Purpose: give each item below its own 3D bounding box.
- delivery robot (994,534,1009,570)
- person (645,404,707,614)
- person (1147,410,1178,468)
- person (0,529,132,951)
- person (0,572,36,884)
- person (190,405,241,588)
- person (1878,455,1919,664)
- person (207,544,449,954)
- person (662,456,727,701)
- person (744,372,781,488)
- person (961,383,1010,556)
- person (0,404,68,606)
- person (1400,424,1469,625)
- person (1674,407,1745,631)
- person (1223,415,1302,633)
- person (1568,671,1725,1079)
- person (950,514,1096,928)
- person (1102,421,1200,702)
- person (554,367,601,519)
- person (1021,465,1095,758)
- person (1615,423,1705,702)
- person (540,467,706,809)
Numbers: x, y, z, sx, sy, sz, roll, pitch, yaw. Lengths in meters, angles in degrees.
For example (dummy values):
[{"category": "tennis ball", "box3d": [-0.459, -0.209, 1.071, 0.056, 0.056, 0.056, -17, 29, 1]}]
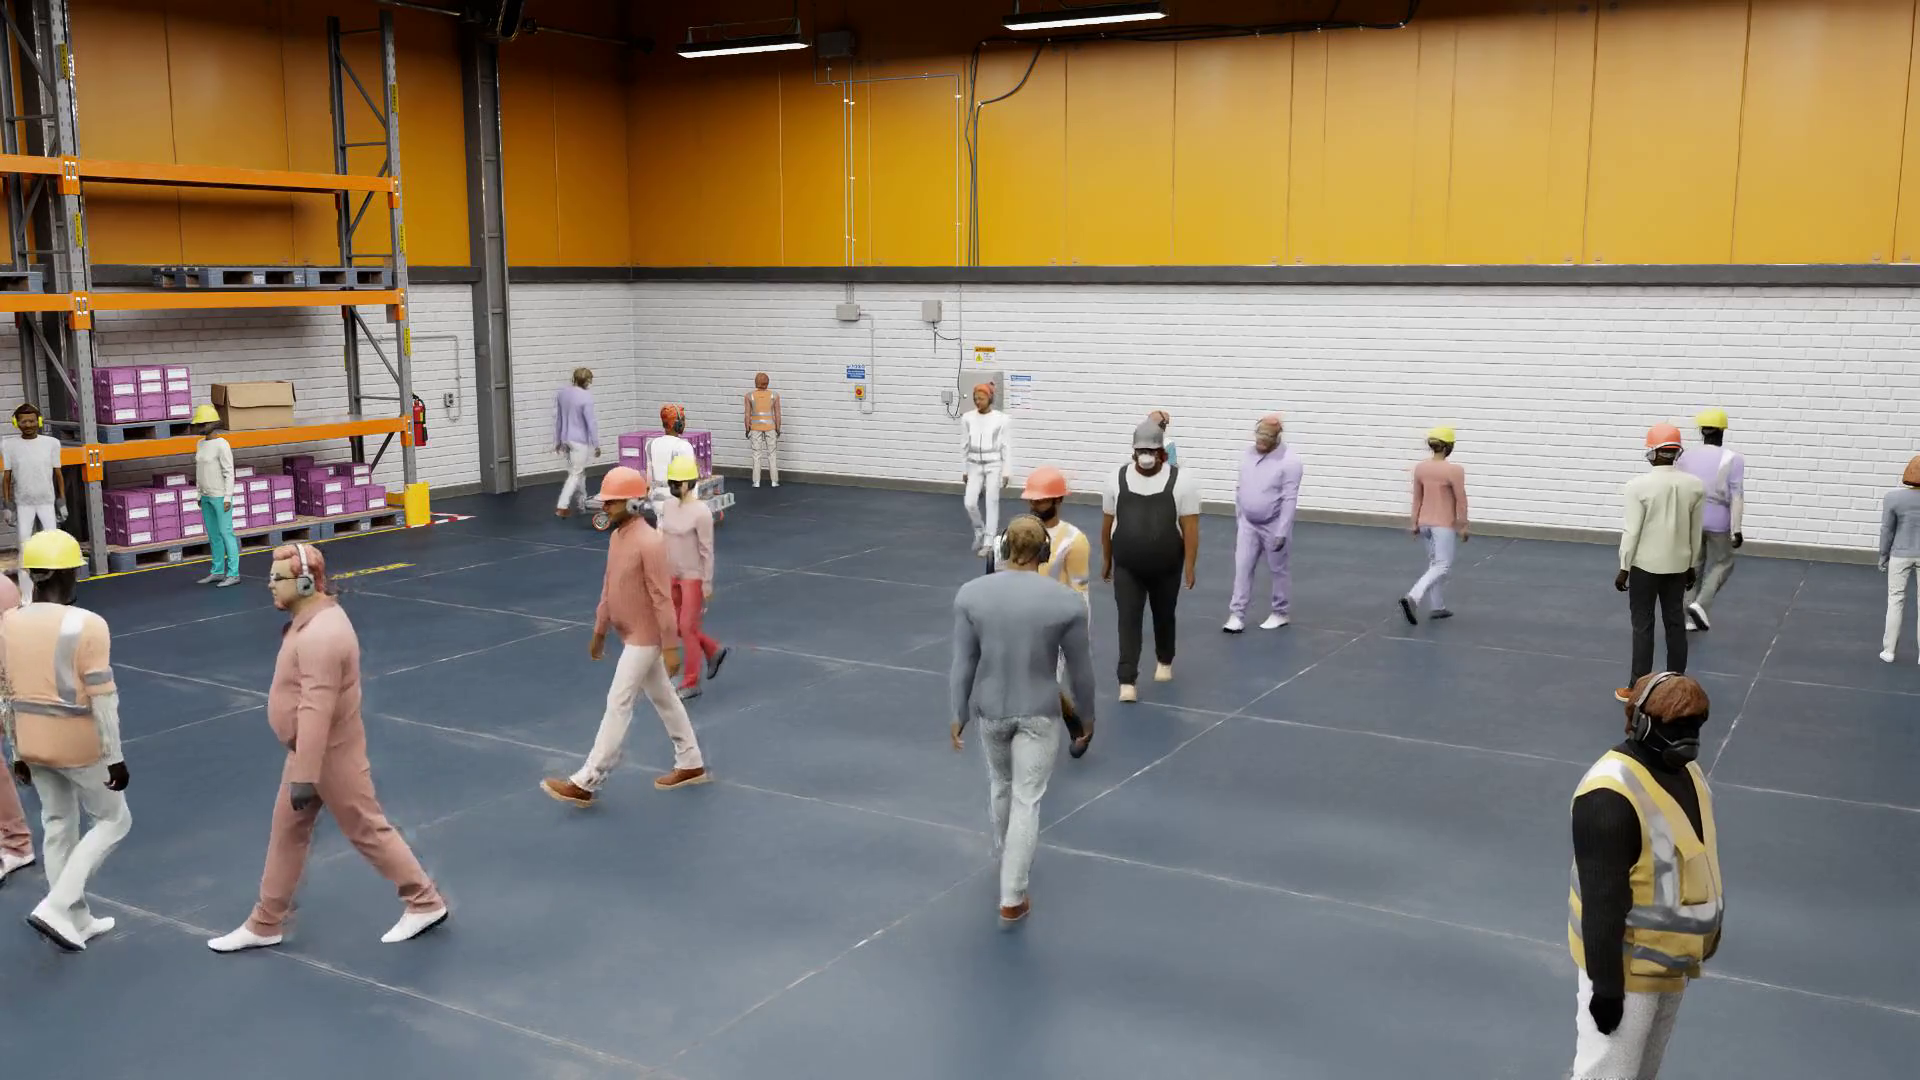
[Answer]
[{"category": "delivery robot", "box3d": [0.507, 0.113, 16.249, 0.477, 0.478, 0.707, 0, 9, 0]}, {"category": "person", "box3d": [-2.527, -0.264, 14.765, 0.574, 1.882, 0.356, 7, 11, 35]}, {"category": "person", "box3d": [2.013, -0.503, 17.010, 0.307, 1.641, 0.513, -9, 13, -43]}, {"category": "person", "box3d": [-3.974, 0.908, 7.345, 0.615, 1.913, 0.481, 2, 9, 14]}, {"category": "person", "box3d": [-4.922, 0.800, 8.148, 0.660, 1.872, 0.723, 4, 10, 24]}, {"category": "person", "box3d": [-7.239, -0.421, 16.113, 0.535, 1.766, 0.321, 6, 11, 35]}, {"category": "person", "box3d": [7.415, 0.153, 12.922, 0.502, 1.636, 0.280, 5, 10, 28]}, {"category": "person", "box3d": [-2.819, 0.930, 7.421, 1.011, 1.858, 0.659, -4, 10, -26]}, {"category": "person", "box3d": [-1.909, 0.257, 11.901, 0.532, 1.751, 0.540, -9, 13, -44]}, {"category": "person", "box3d": [-2.790, -1.546, 23.514, 0.514, 1.641, 0.315, -1, 9, -9]}, {"category": "person", "box3d": [0.270, -0.750, 17.851, 0.581, 1.871, 0.404, 4, 10, 21]}, {"category": "person", "box3d": [-8.451, -0.321, 15.200, 0.516, 1.860, 0.319, -5, 10, -28]}, {"category": "person", "box3d": [4.087, -0.134, 14.388, 0.736, 1.740, 0.531, -5, 11, -30]}, {"category": "person", "box3d": [6.292, -0.158, 14.008, 0.436, 1.911, 0.612, -8, 12, -40]}, {"category": "person", "box3d": [2.531, -0.121, 13.951, 0.673, 1.856, 0.906, 8, 12, 41]}, {"category": "person", "box3d": [2.107, 1.302, 5.127, 0.430, 1.841, 0.624, 9, 13, 44]}, {"category": "person", "box3d": [0.325, 0.816, 7.980, 0.662, 1.896, 0.997, 3, 9, 15]}, {"category": "person", "box3d": [1.373, 0.091, 12.051, 0.707, 2.000, 1.019, 2, 9, 11]}, {"category": "person", "box3d": [-4.780, -1.200, 20.623, 0.695, 1.892, 0.826, 8, 12, 41]}, {"category": "person", "box3d": [0.564, 0.488, 9.963, 0.793, 1.926, 0.546, -9, 13, -44]}, {"category": "person", "box3d": [4.899, 0.171, 11.694, 0.623, 1.992, 0.396, -2, 9, -11]}, {"category": "person", "box3d": [-1.918, 0.546, 9.524, 1.055, 1.930, 0.650, -5, 10, -29]}]
